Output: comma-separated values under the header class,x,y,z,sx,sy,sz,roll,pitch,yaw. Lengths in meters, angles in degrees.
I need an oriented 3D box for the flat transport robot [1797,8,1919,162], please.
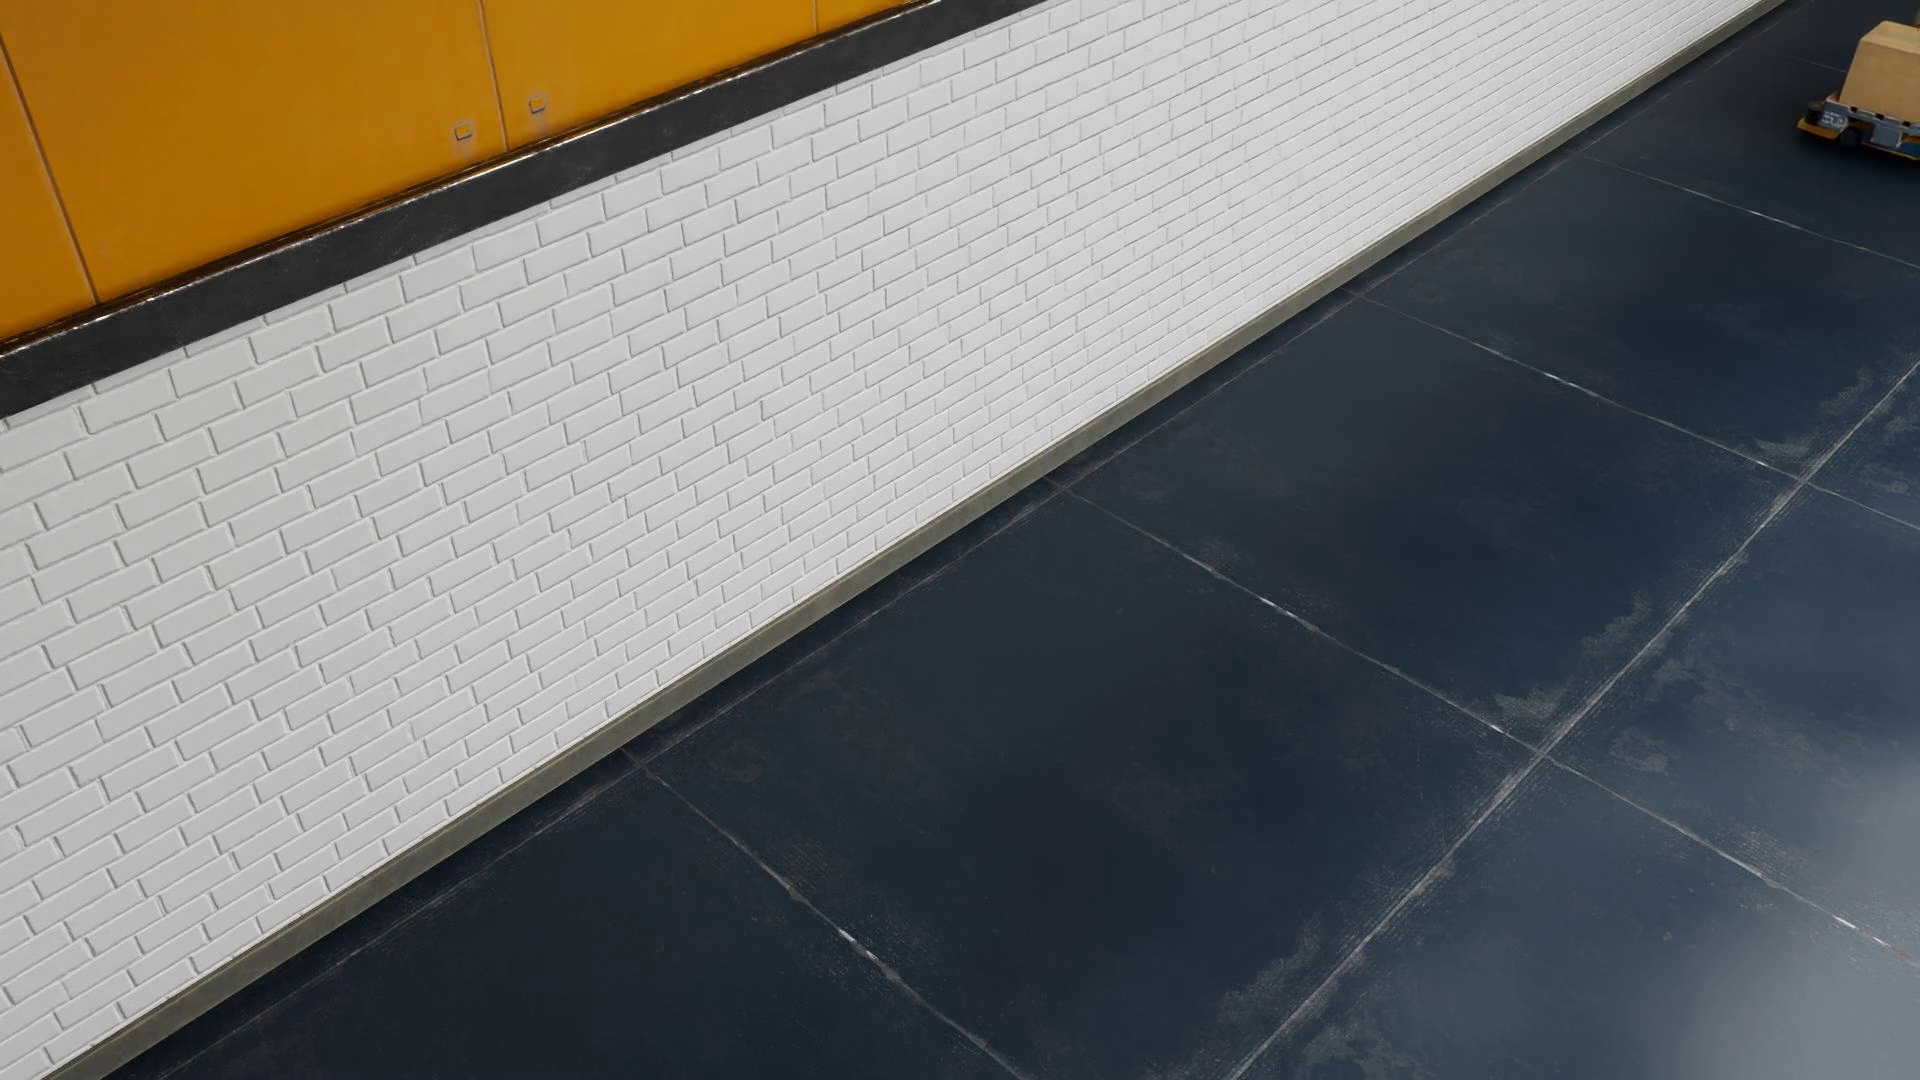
class,x,y,z,sx,sy,sz,roll,pitch,yaw
flat transport robot,7.325,-3.145,12.851,1.431,0.231,0.659,30,47,32
